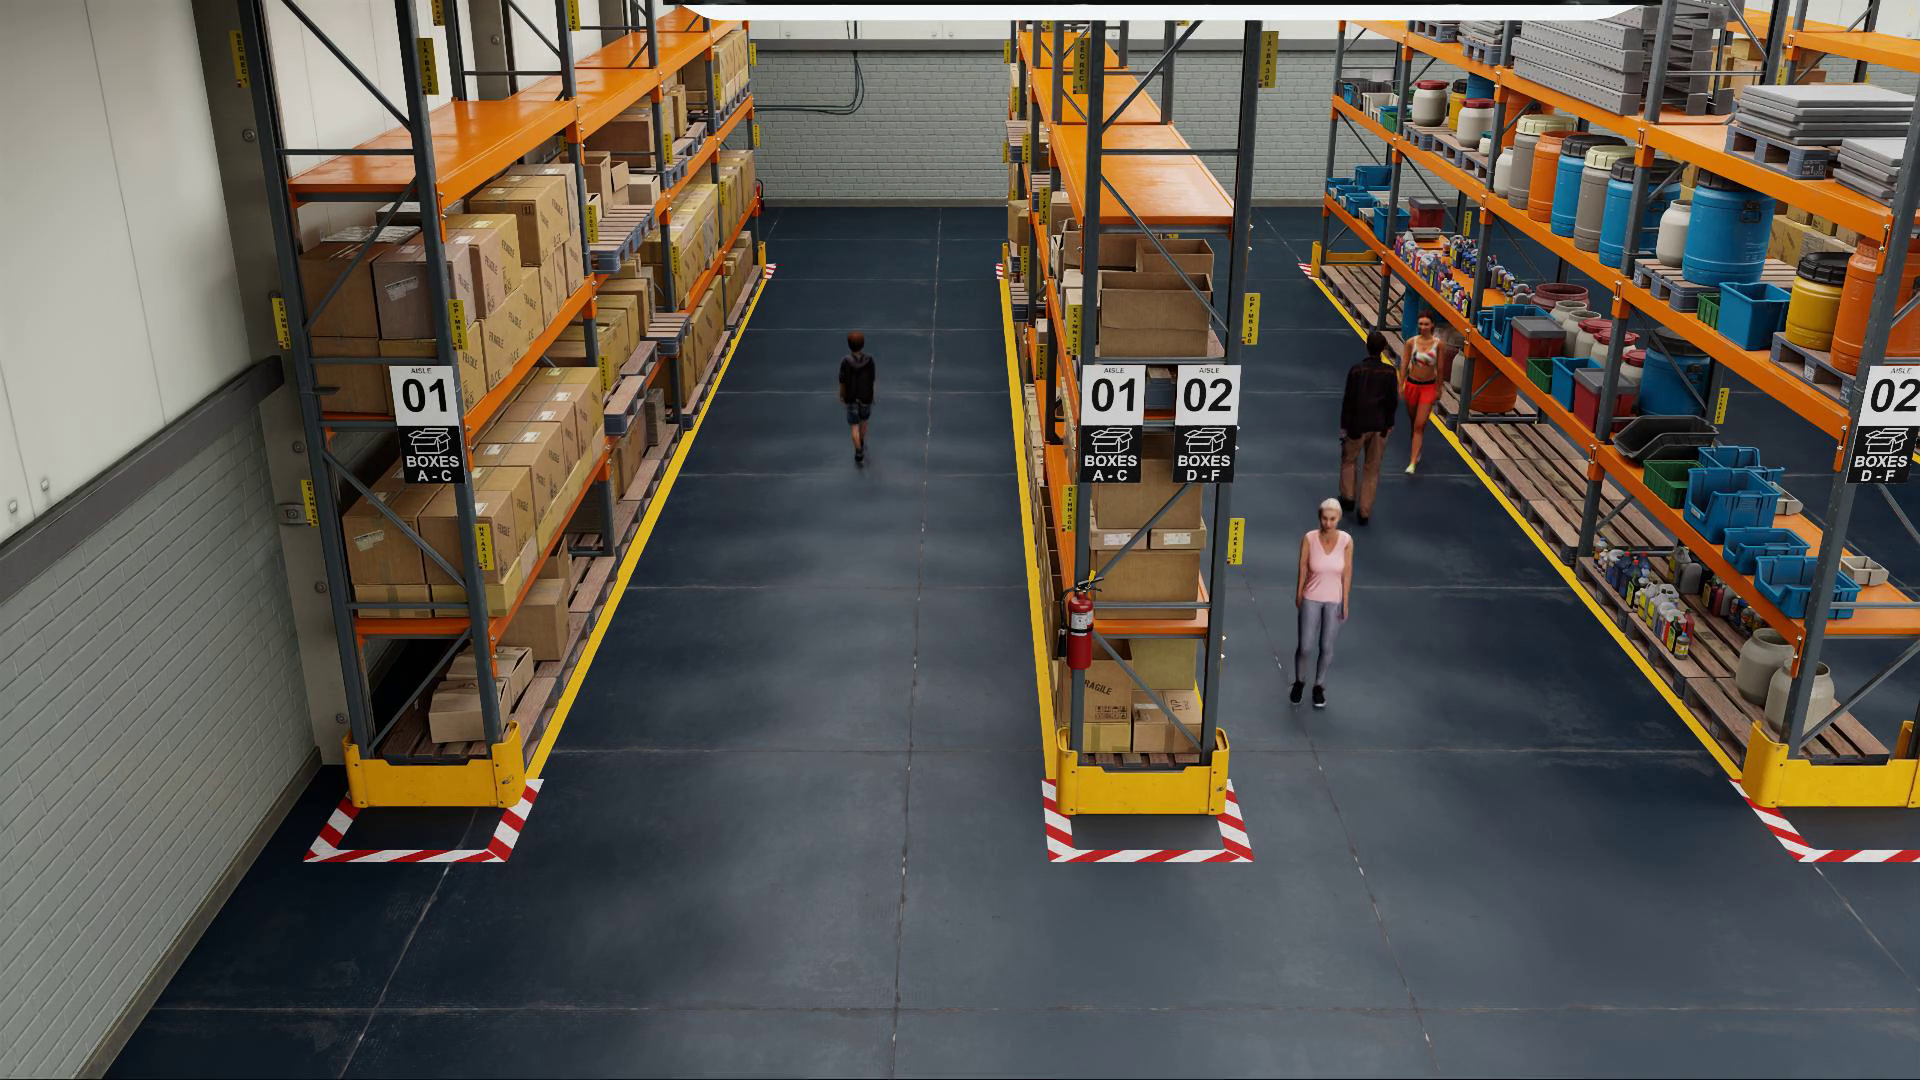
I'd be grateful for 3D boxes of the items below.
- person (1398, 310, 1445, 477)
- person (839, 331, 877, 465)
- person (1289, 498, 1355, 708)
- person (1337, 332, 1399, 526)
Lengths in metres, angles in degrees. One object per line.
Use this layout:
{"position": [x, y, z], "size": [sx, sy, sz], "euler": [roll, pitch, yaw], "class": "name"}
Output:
{"position": [4.927, -1.594, 17.796], "size": [0.915, 1.738, 1.219], "euler": [10, 24, 22], "class": "person"}
{"position": [-1.107, -1.519, 18.048], "size": [0.671, 1.408, 0.984], "euler": [-4, 23, -11], "class": "person"}
{"position": [2.803, 0.443, 12.849], "size": [0.565, 1.712, 0.590], "euler": [2, 22, 4], "class": "person"}
{"position": [3.990, -1.067, 16.280], "size": [0.734, 1.909, 0.825], "euler": [1, 22, 3], "class": "person"}
